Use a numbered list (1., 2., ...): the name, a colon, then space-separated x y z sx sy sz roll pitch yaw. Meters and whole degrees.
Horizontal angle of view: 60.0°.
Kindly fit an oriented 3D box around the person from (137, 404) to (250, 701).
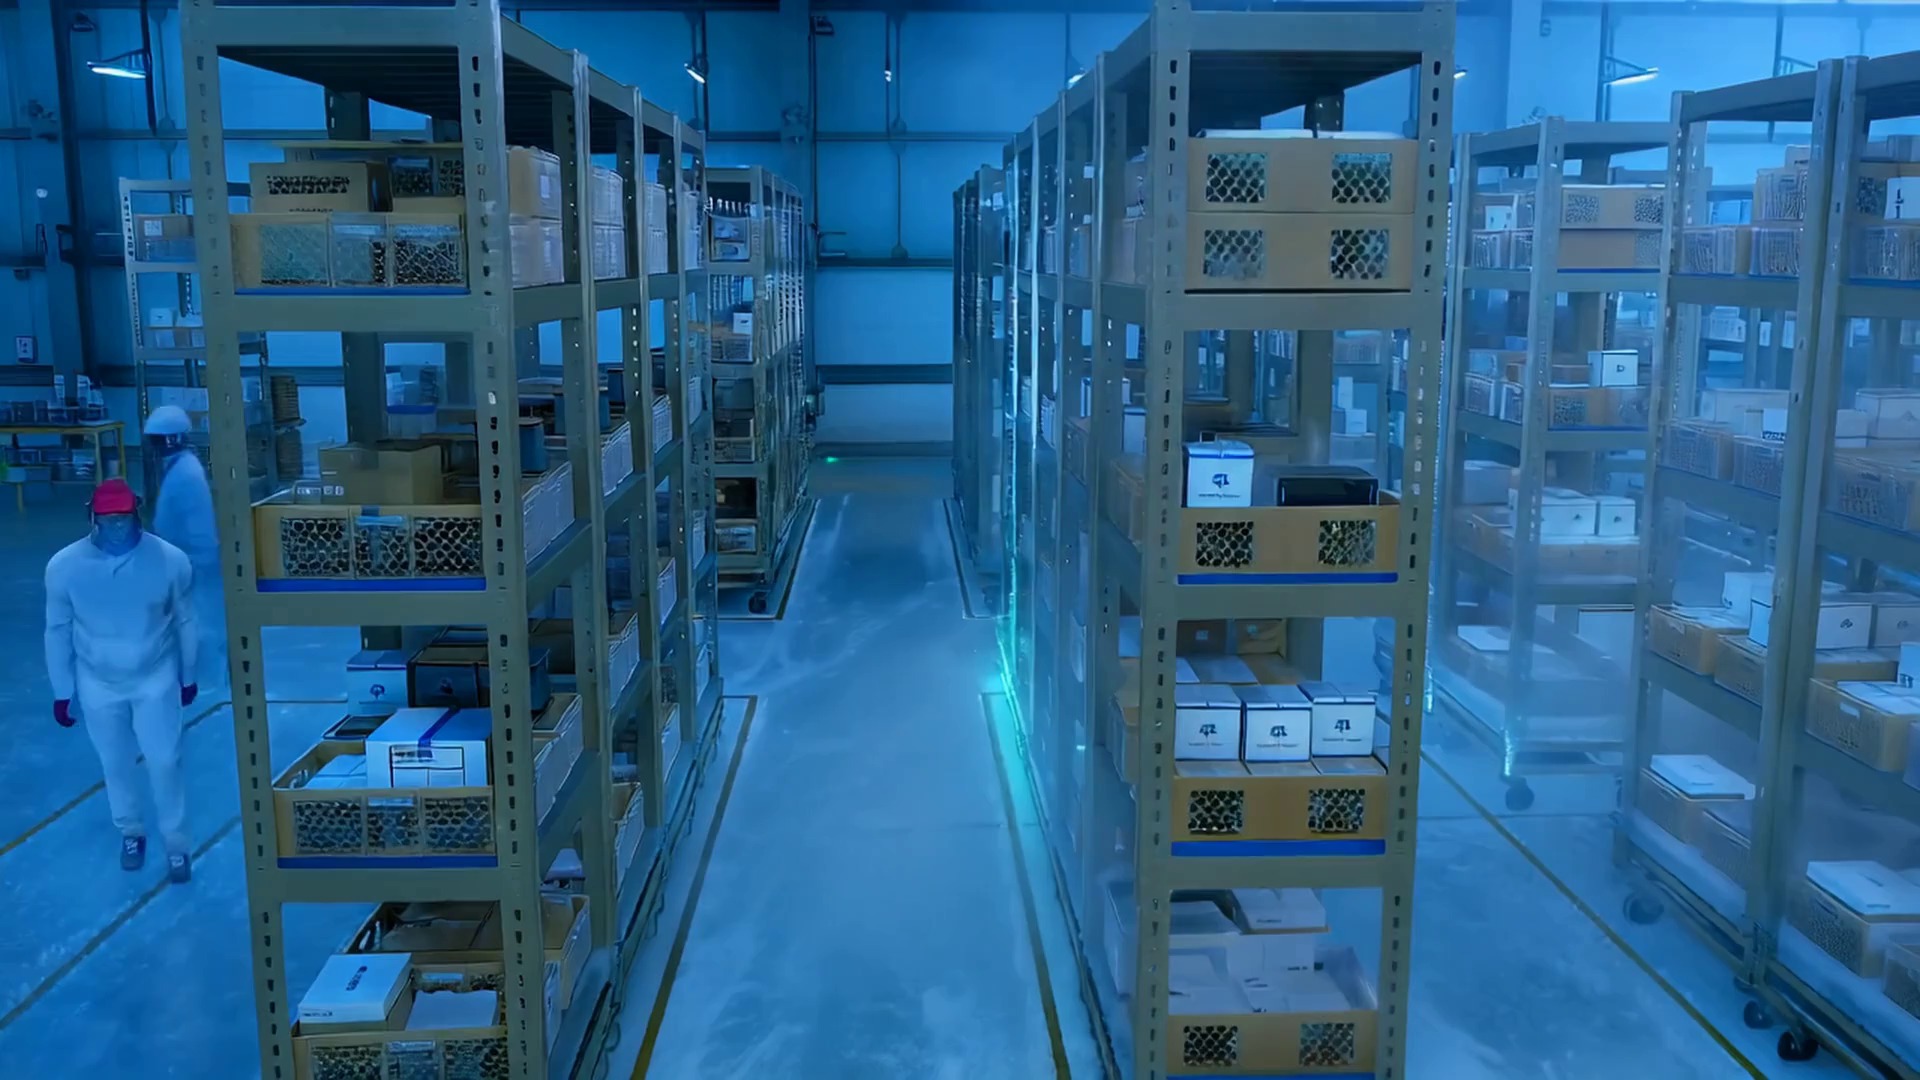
1. person: -4.956 0.104 10.770 0.563 1.979 0.628 -3 10 -18

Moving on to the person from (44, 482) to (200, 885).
1. person: -3.900 0.674 7.772 0.640 1.884 0.789 -4 11 -21
